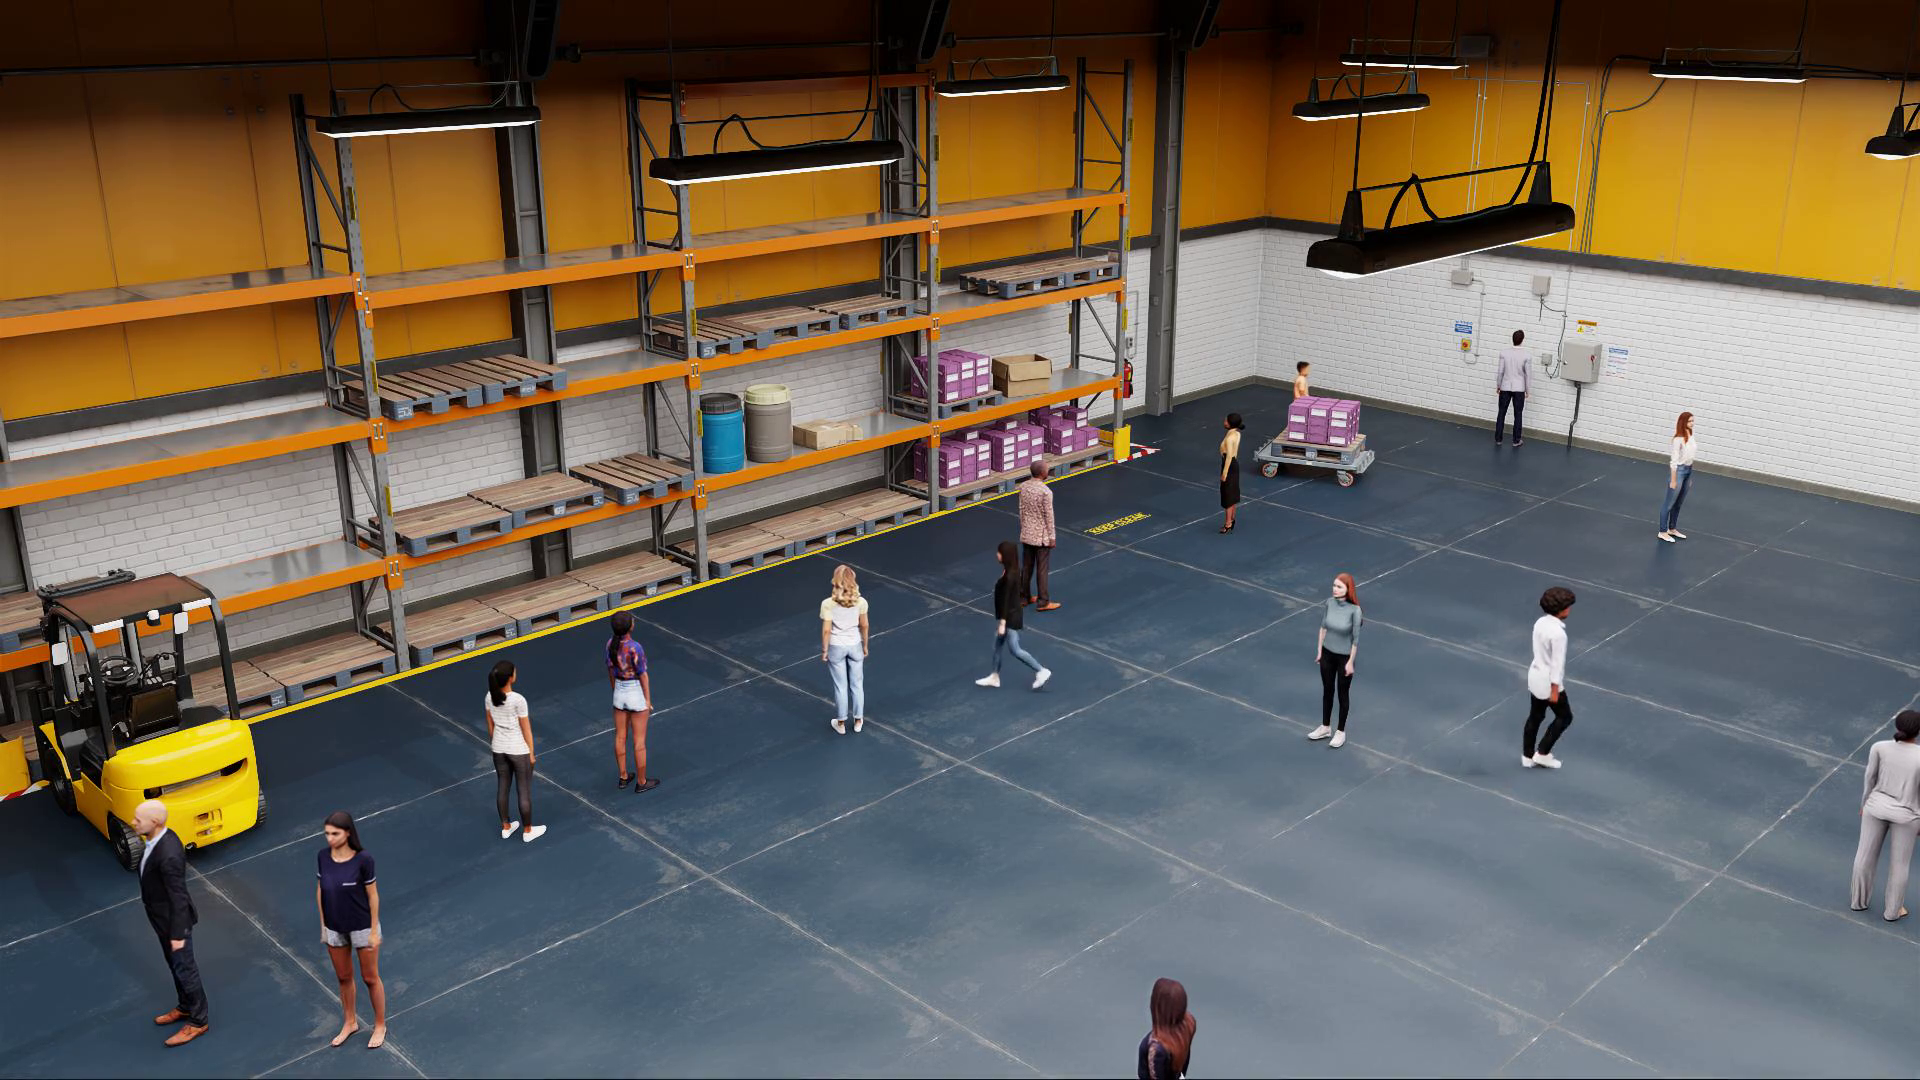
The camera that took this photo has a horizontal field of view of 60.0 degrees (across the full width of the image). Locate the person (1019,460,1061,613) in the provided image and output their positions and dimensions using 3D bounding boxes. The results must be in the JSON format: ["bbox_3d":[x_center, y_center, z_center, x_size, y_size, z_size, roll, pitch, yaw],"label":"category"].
[{"bbox_3d":[0.903,-0.066,19.556,0.576,1.808,0.687,-16,25,-40],"label":"person"}]

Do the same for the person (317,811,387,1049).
[{"bbox_3d":[-4.199,2.673,11.488,0.661,1.766,0.699,3,19,7],"label":"person"}]

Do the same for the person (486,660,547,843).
[{"bbox_3d":[-3.848,1.799,14.270,0.644,1.647,0.653,7,20,19],"label":"person"}]

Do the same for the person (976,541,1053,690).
[{"bbox_3d":[0.592,0.810,17.249,1.056,1.621,1.014,1,19,2],"label":"person"}]

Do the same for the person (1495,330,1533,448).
[{"bbox_3d":[8.804,-2.427,26.499,0.737,1.850,0.672,9,21,26],"label":"person"}]

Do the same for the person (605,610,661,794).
[{"bbox_3d":[-3.015,1.449,15.158,0.649,1.743,0.612,10,21,27],"label":"person"}]

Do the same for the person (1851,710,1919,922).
[{"bbox_3d":[7.345,2.147,13.098,0.647,1.736,0.532,16,24,39],"label":"person"}]

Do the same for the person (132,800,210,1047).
[{"bbox_3d":[-5.494,2.622,11.587,0.619,1.800,0.713,-14,23,-35],"label":"person"}]

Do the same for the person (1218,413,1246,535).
[{"bbox_3d":[3.616,-0.902,22.280,0.697,1.653,0.583,8,20,22],"label":"person"}]

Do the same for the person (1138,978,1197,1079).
[{"bbox_3d":[1.195,3.300,9.874,0.694,1.608,0.535,12,22,33],"label":"person"}]

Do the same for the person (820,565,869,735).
[{"bbox_3d":[-1.124,1.072,16.312,0.648,1.722,0.772,-5,19,-16],"label":"person"}]

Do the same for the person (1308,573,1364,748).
[{"bbox_3d":[3.651,1.144,16.065,0.549,1.743,0.581,-16,24,-39],"label":"person"}]

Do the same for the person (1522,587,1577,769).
[{"bbox_3d":[5.403,1.304,15.504,0.825,1.798,0.784,-2,19,-6],"label":"person"}]

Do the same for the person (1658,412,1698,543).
[{"bbox_3d":[9.526,-0.856,22.027,0.490,1.729,0.673,-13,22,-33],"label":"person"}]

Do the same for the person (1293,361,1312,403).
[{"bbox_3d":[5.365,-2.125,26.221,0.728,1.455,0.657,-1,19,-2],"label":"person"}]
